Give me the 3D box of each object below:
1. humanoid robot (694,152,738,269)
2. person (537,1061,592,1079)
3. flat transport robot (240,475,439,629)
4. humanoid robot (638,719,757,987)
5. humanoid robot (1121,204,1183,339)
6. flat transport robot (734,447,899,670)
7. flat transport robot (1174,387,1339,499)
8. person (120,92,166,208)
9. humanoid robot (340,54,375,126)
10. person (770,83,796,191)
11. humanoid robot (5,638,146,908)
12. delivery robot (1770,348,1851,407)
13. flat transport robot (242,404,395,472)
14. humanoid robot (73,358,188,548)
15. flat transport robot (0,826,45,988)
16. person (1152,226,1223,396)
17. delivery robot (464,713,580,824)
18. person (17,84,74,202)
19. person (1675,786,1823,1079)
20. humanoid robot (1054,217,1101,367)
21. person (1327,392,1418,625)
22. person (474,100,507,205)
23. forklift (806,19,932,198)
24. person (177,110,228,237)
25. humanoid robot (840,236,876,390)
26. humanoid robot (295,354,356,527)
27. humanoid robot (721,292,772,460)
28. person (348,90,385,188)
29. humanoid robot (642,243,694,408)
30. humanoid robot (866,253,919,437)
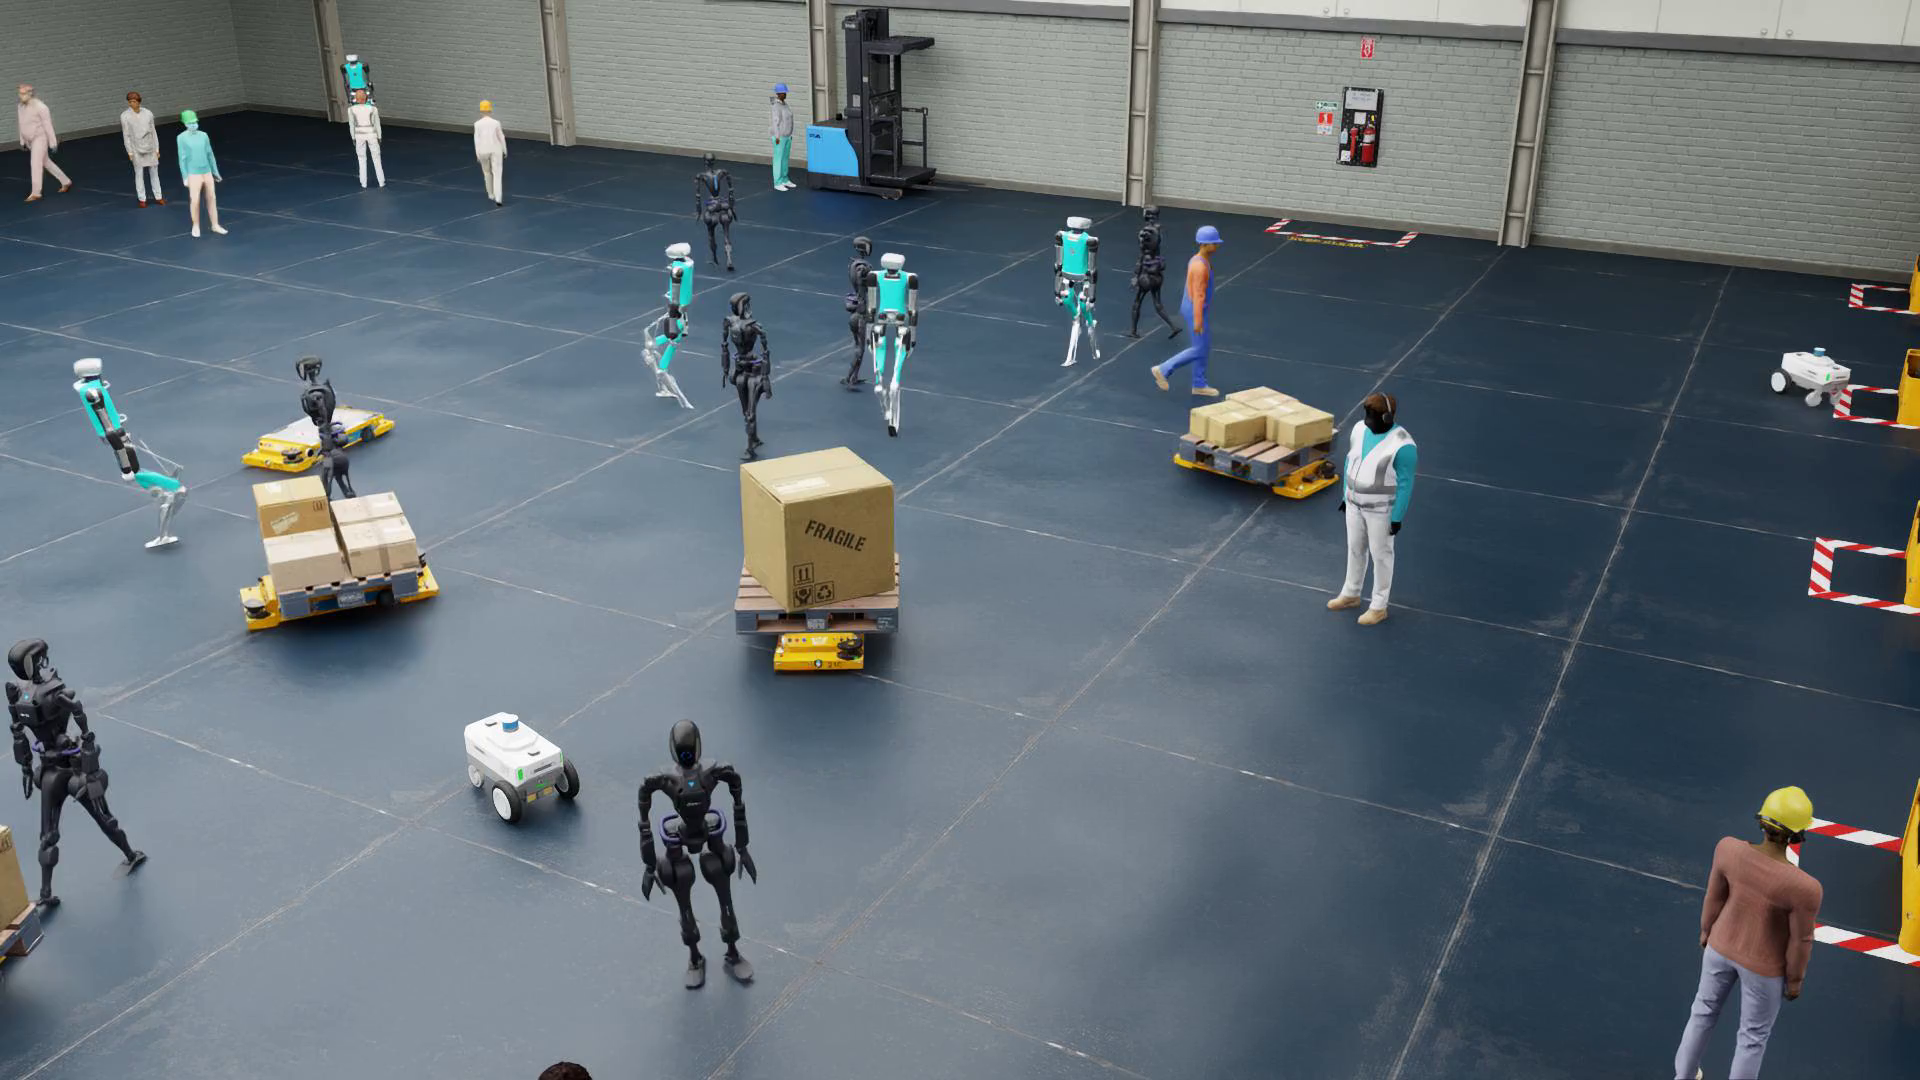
[{"bbox_3d":[-3.374,-4.575,23.088,0.605,1.627,0.699,-11,25,-23],"label":"humanoid robot"},{"bbox_3d":[-1.343,2.640,5.933,0.393,1.916,0.588,15,28,31],"label":"person"},{"bbox_3d":[-4.933,0.398,13.236,1.431,0.231,0.659,-11,26,-24],"label":"flat transport robot"},{"bbox_3d":[-1.362,1.619,8.616,0.601,1.632,0.392,-7,24,-15],"label":"humanoid robot"},{"bbox_3d":[2.308,-3.181,19.829,0.722,1.642,0.599,14,27,30],"label":"humanoid robot"},{"bbox_3d":[-1.071,0.597,12.773,0.659,0.231,1.431,-1,23,-2],"label":"flat transport robot"},{"bbox_3d":[2.821,-0.723,15.845,1.431,0.231,0.659,20,30,39],"label":"flat transport robot"},{"bbox_3d":[-13.205,-6.310,26.881,0.515,1.826,0.361,-17,29,-34],"label":"person"},{"bbox_3d":[-11.552,-8.529,32.169,0.547,1.769,0.859,-3,23,-7],"label":"humanoid robot"},{"bbox_3d":[-3.017,-6.834,28.164,0.359,1.777,0.541,8,24,17],"label":"person"},{"bbox_3d":[-5.078,1.306,9.386,0.586,1.629,0.754,6,24,15],"label":"humanoid robot"},{"bbox_3d":[9.202,-1.787,17.939,0.505,0.578,0.749,-7,24,-16],"label":"delivery robot"},{"bbox_3d":[-6.365,-1.020,16.538,0.659,0.231,1.431,9,25,20],"label":"flat transport robot"},{"bbox_3d":[-6.847,-0.663,13.952,0.794,1.850,0.542,-14,27,-29],"label":"humanoid robot"},{"bbox_3d":[-5.538,2.416,8.538,0.659,0.231,1.431,1,23,2],"label":"flat transport robot"},{"bbox_3d":[2.465,-2.435,17.794,0.641,1.890,0.527,4,24,9],"label":"person"},{"bbox_3d":[-2.813,1.398,10.542,0.499,0.592,0.774,-21,31,-40],"label":"delivery robot"},{"bbox_3d":[-15.241,-6.602,27.512,0.646,1.866,0.976,13,26,27],"label":"person"},{"bbox_3d":[3.702,1.935,7.775,0.347,1.758,0.520,-16,28,-32],"label":"person"},{"bbox_3d":[1.436,-2.808,18.948,0.553,1.860,0.833,14,27,29],"label":"humanoid robot"},{"bbox_3d":[3.154,-0.252,12.759,0.429,1.841,0.632,-14,27,-29],"label":"person"},{"bbox_3d":[-7.645,-6.318,27.128,0.481,1.658,0.896,-6,24,-13],"label":"person"},{"bbox_3d":[-1.573,-7.292,27.850,1.873,2.768,1.129,12,26,25],"label":"forklift"},{"bbox_3d":[-11.408,-5.498,24.947,0.387,1.867,0.572,19,30,37],"label":"person"},{"bbox_3d":[-1.124,-2.490,18.182,0.405,1.646,0.602,0,23,-1],"label":"humanoid robot"},{"bbox_3d":[-5.376,-0.791,14.275,0.637,1.643,0.617,-7,24,-15],"label":"humanoid robot"},{"bbox_3d":[-2.090,-1.611,16.135,0.610,1.638,0.562,14,27,29],"label":"humanoid robot"},{"bbox_3d":[-10.114,-6.836,28.354,0.507,1.630,0.314,-6,24,-13],"label":"person"},{"bbox_3d":[-3.134,-2.238,17.551,0.810,1.801,0.541,3,23,6],"label":"humanoid robot"},{"bbox_3d":[-0.734,-1.922,16.839,0.552,1.835,0.871,3,23,8],"label":"humanoid robot"}]
